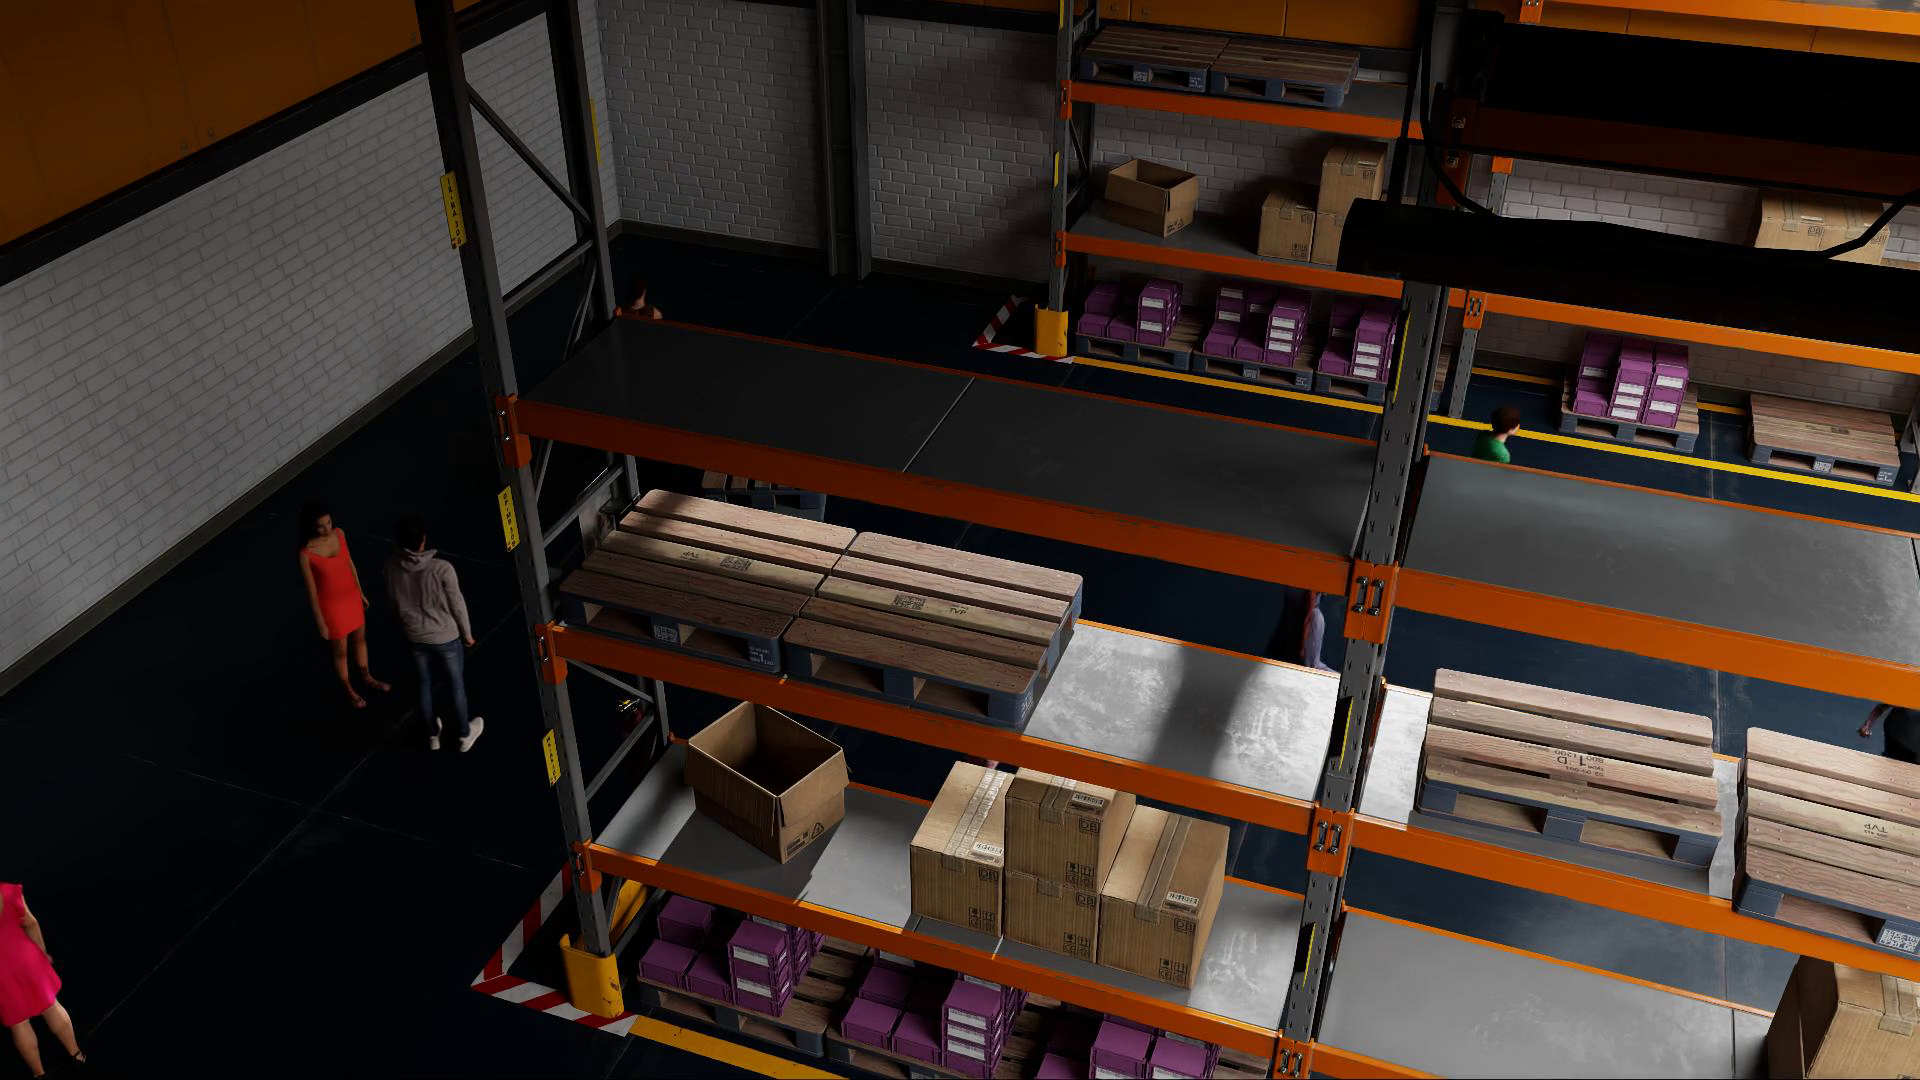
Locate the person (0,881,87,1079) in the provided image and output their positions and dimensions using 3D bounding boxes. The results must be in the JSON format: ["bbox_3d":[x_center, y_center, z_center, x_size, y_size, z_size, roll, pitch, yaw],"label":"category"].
[{"bbox_3d":[-5.149,2.333,9.007,0.659,1.727,0.676,-27,42,-35],"label":"person"}]

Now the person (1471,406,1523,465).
[{"bbox_3d":[4.014,-0.308,13.079,1.132,1.617,1.000,-10,35,-15],"label":"person"}]

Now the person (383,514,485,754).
[{"bbox_3d":[-3.649,0.644,11.439,0.621,1.848,0.791,1,34,2],"label":"person"}]

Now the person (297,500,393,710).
[{"bbox_3d":[-4.446,0.445,11.853,0.560,1.721,0.618,15,36,21],"label":"person"}]

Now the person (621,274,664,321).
[{"bbox_3d":[-2.854,-1.566,14.933,0.713,1.661,0.754,-2,34,-3],"label":"person"}]
